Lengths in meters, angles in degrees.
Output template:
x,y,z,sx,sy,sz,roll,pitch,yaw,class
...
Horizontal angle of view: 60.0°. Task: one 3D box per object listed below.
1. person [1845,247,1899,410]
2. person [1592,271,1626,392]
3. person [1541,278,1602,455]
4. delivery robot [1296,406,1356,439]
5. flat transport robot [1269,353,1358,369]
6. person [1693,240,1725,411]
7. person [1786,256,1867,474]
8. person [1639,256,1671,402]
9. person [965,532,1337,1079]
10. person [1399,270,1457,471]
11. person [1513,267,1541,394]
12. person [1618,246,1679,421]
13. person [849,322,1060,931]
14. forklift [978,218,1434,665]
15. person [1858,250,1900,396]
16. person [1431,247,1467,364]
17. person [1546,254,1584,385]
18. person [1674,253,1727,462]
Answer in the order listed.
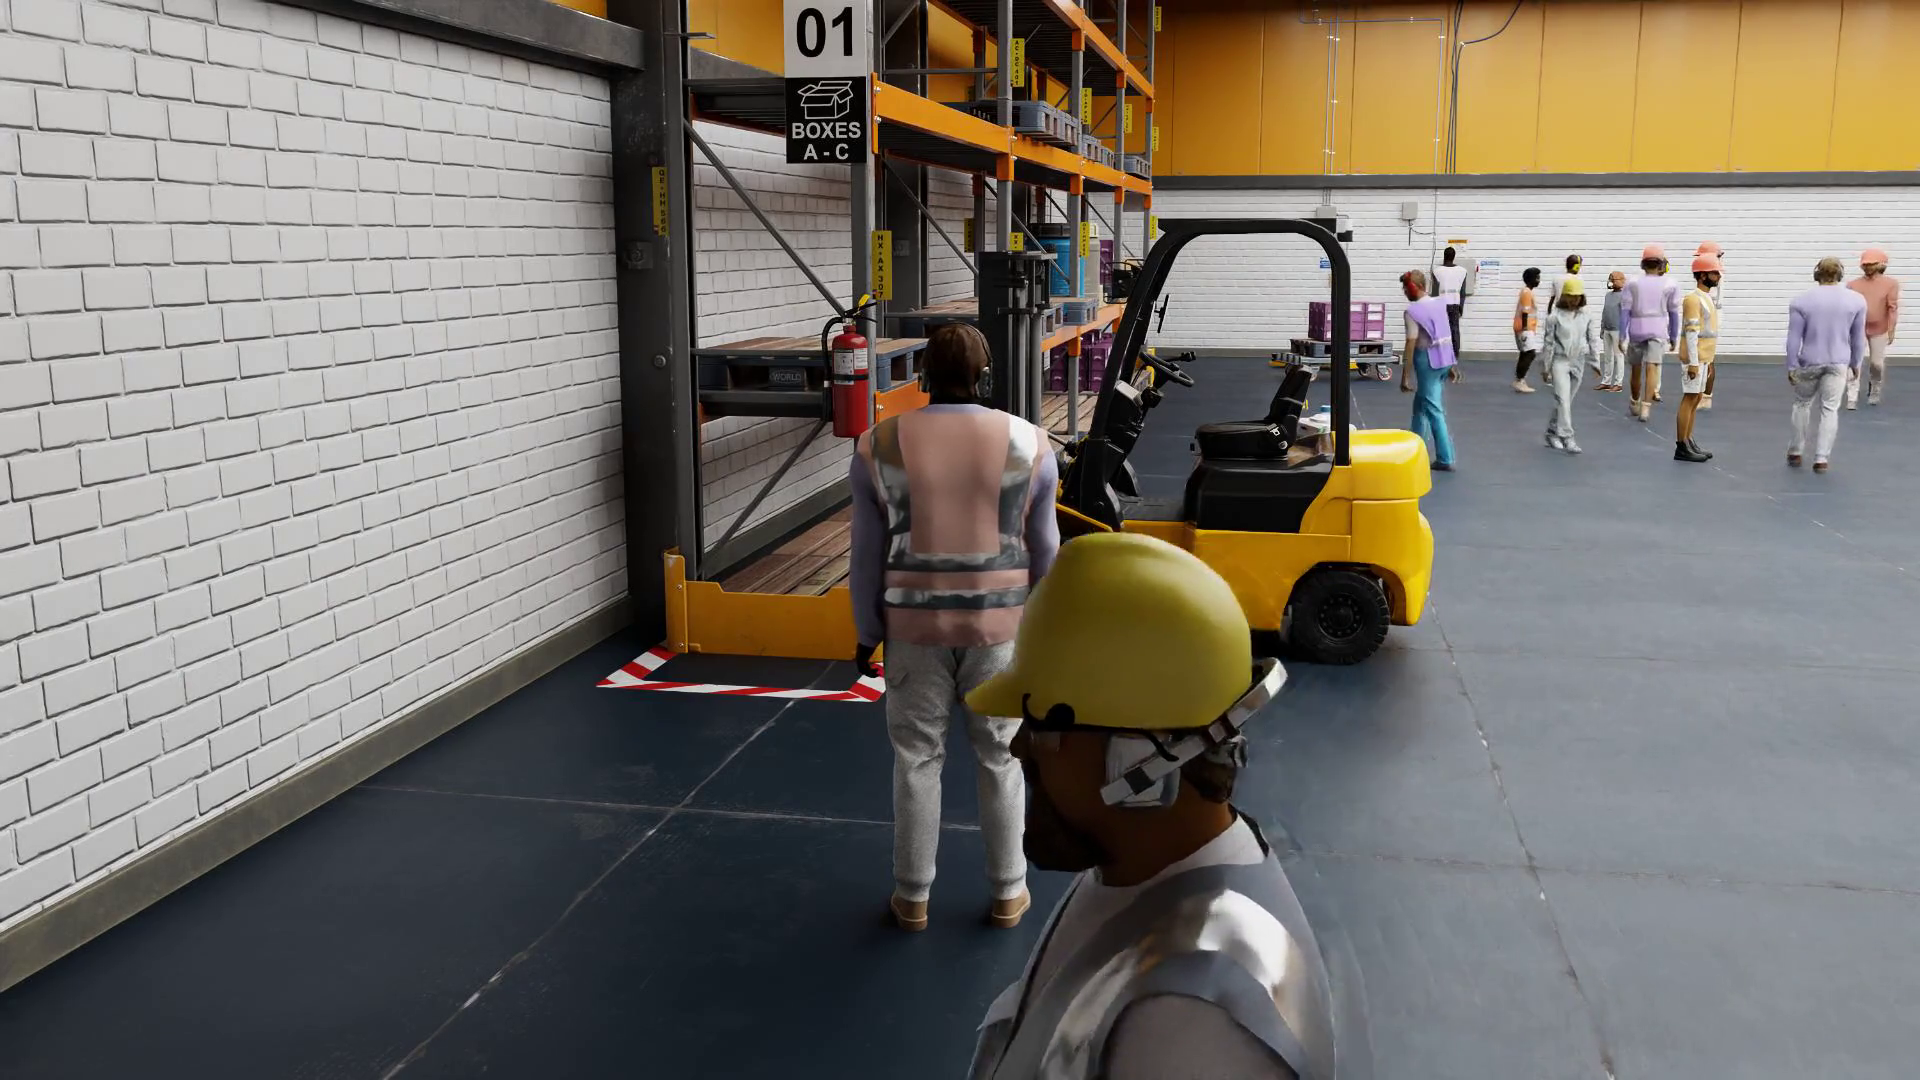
x,y,z,sx,sy,sz,roll,pitch,yaw,class
11.095,-2.582,20.301,0.608,1.970,0.899,7,12,33,person
8.853,-2.822,22.533,0.280,1.634,0.498,-3,11,-16,person
5.910,-1.687,16.150,0.503,1.692,0.918,-2,11,-10,person
3.325,-0.979,15.129,0.477,0.478,0.707,-2,10,-9,delivery robot
5.719,-2.870,26.535,1.431,0.197,0.652,9,14,42,flat transport robot
8.998,-2.584,20.099,0.381,2.045,0.605,6,12,29,person
7.738,-1.572,14.930,0.642,1.910,0.880,4,11,23,person
8.833,-2.689,21.175,0.520,1.865,0.327,2,11,11,person
0.238,0.884,1.745,0.843,1.807,0.586,0,10,0,person
4.141,-1.525,14.996,0.822,1.788,0.644,10,14,42,person
7.577,-2.797,22.233,0.354,1.691,0.553,3,11,17,person
7.914,-2.374,19.120,0.634,1.984,1.072,4,11,20,person
-0.013,0.270,5.019,0.634,1.840,0.429,0,10,-2,person
1.285,-0.567,8.635,2.313,2.155,1.214,2,11,11,forklift
11.896,-2.806,21.680,0.562,1.909,0.447,6,12,30,person
8.022,-3.843,27.349,0.590,1.920,0.399,-1,10,-7,person
8.527,-3.091,23.438,0.582,1.837,0.679,-7,13,-35,person
6.924,-1.707,15.575,0.347,1.943,0.544,7,13,34,person
